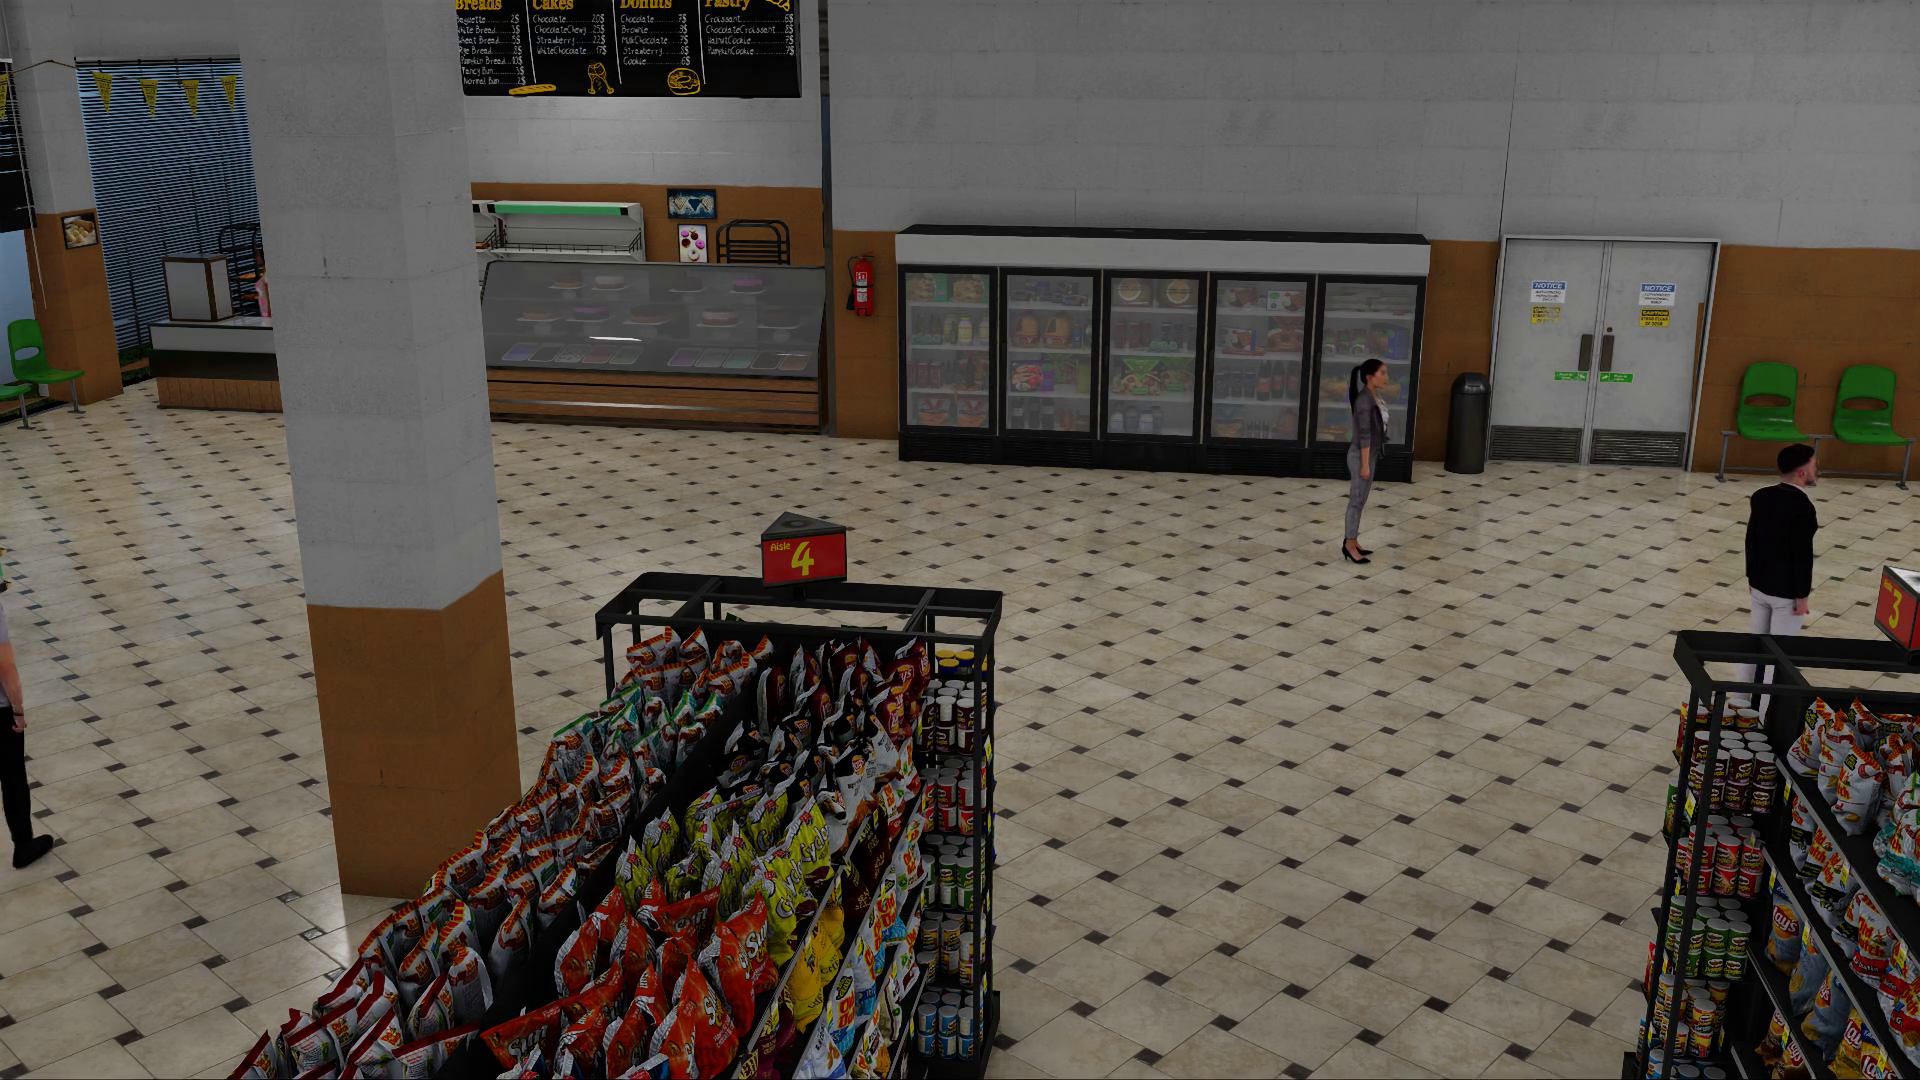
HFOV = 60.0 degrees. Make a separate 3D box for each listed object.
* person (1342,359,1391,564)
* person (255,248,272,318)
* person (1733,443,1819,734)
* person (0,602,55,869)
[{"bbox_3d":[3.312,-0.659,13.643,0.713,1.677,0.556,6,18,18],"label":"person"},{"bbox_3d":[-8.377,-2.713,20.298,0.707,1.741,0.580,-4,17,-13],"label":"person"},{"bbox_3d":[4.998,0.303,10.189,0.790,1.844,0.633,-4,17,-12],"label":"person"},{"bbox_3d":[-4.977,0.869,8.318,0.765,1.848,1.033,1,17,2],"label":"person"}]
